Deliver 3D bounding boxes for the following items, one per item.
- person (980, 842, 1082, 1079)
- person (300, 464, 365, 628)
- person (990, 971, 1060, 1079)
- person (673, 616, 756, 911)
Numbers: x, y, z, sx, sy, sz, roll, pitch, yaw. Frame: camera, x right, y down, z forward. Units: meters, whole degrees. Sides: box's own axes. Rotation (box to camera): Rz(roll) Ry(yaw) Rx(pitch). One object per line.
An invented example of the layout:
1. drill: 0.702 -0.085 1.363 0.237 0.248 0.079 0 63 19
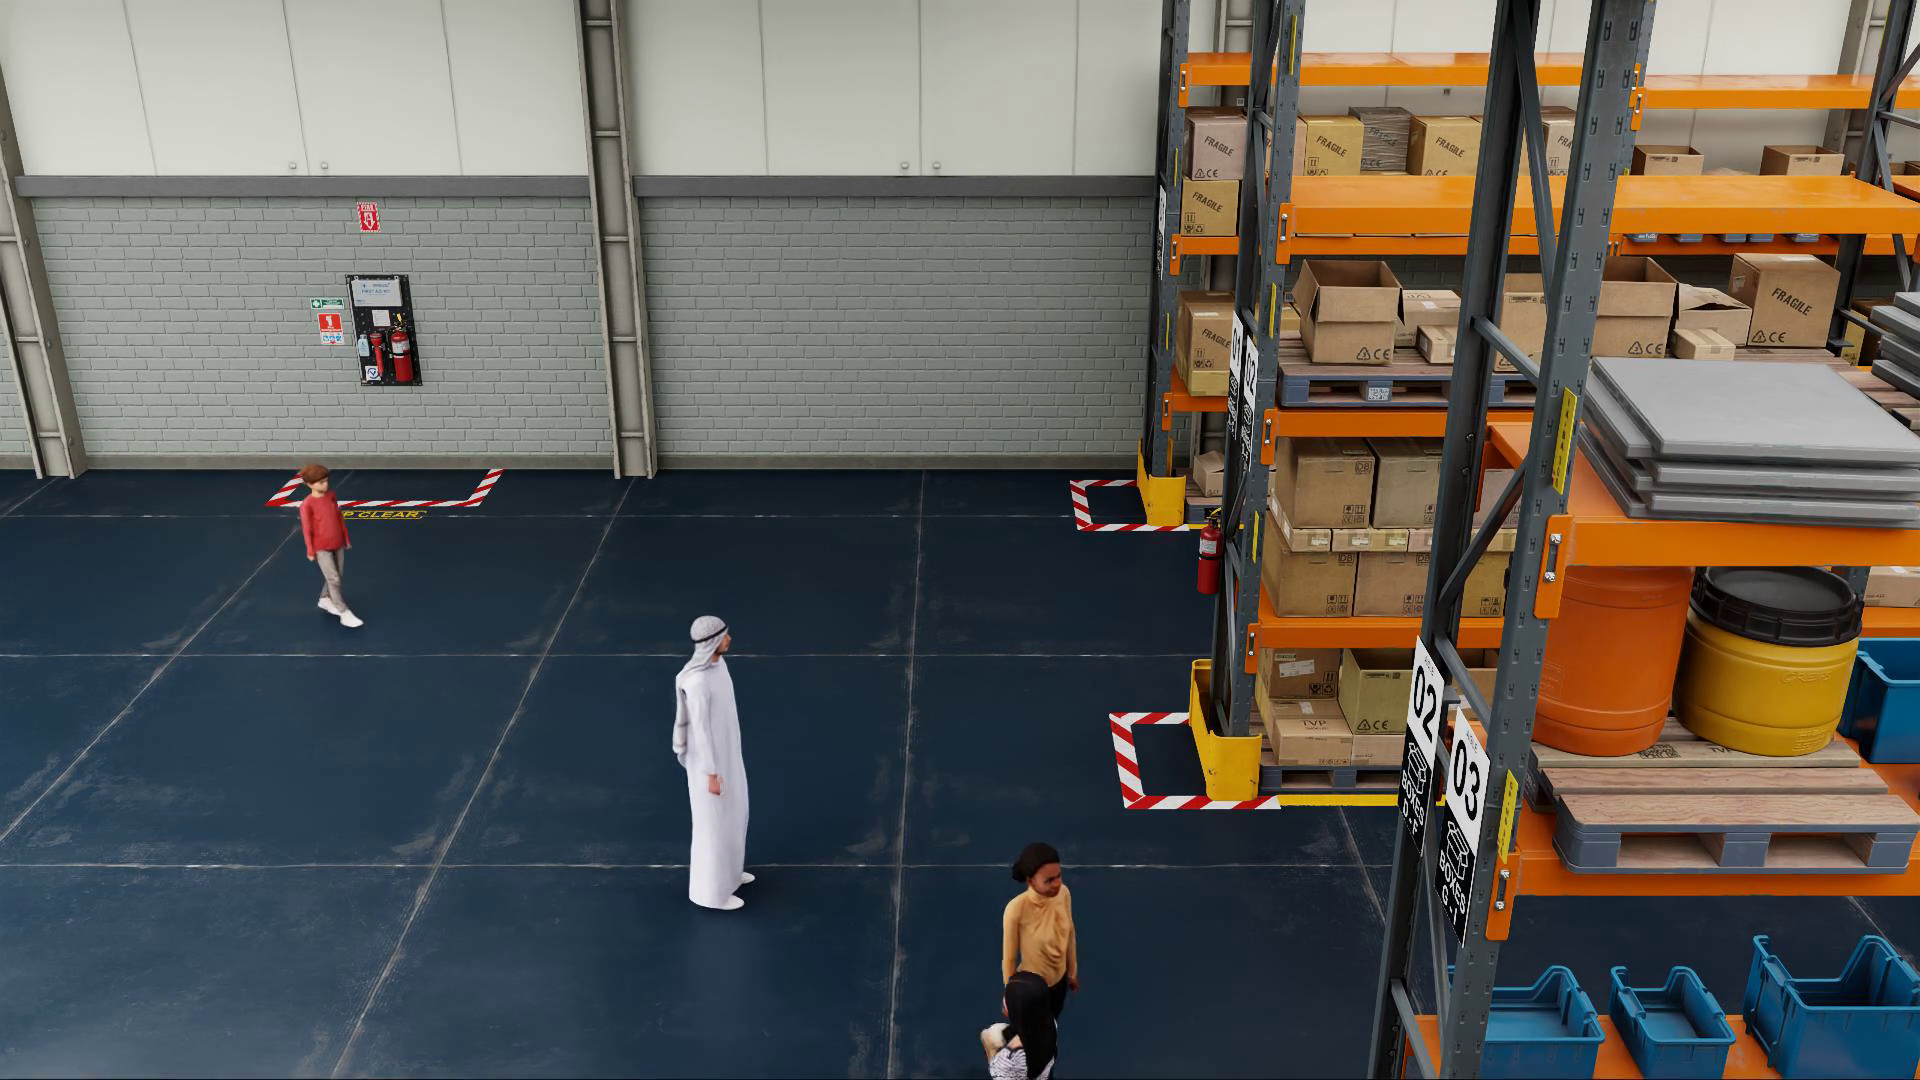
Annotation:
1. person: 0.351 2.222 8.429 1.052 1.635 1.074 -19 30 -38
2. person: -5.323 0.023 13.900 0.900 1.401 0.751 11 25 24
3. person: 0.371 2.665 7.316 1.205 1.693 1.114 20 30 38
4. person: -1.510 1.341 10.136 0.689 1.921 0.745 4 23 8
